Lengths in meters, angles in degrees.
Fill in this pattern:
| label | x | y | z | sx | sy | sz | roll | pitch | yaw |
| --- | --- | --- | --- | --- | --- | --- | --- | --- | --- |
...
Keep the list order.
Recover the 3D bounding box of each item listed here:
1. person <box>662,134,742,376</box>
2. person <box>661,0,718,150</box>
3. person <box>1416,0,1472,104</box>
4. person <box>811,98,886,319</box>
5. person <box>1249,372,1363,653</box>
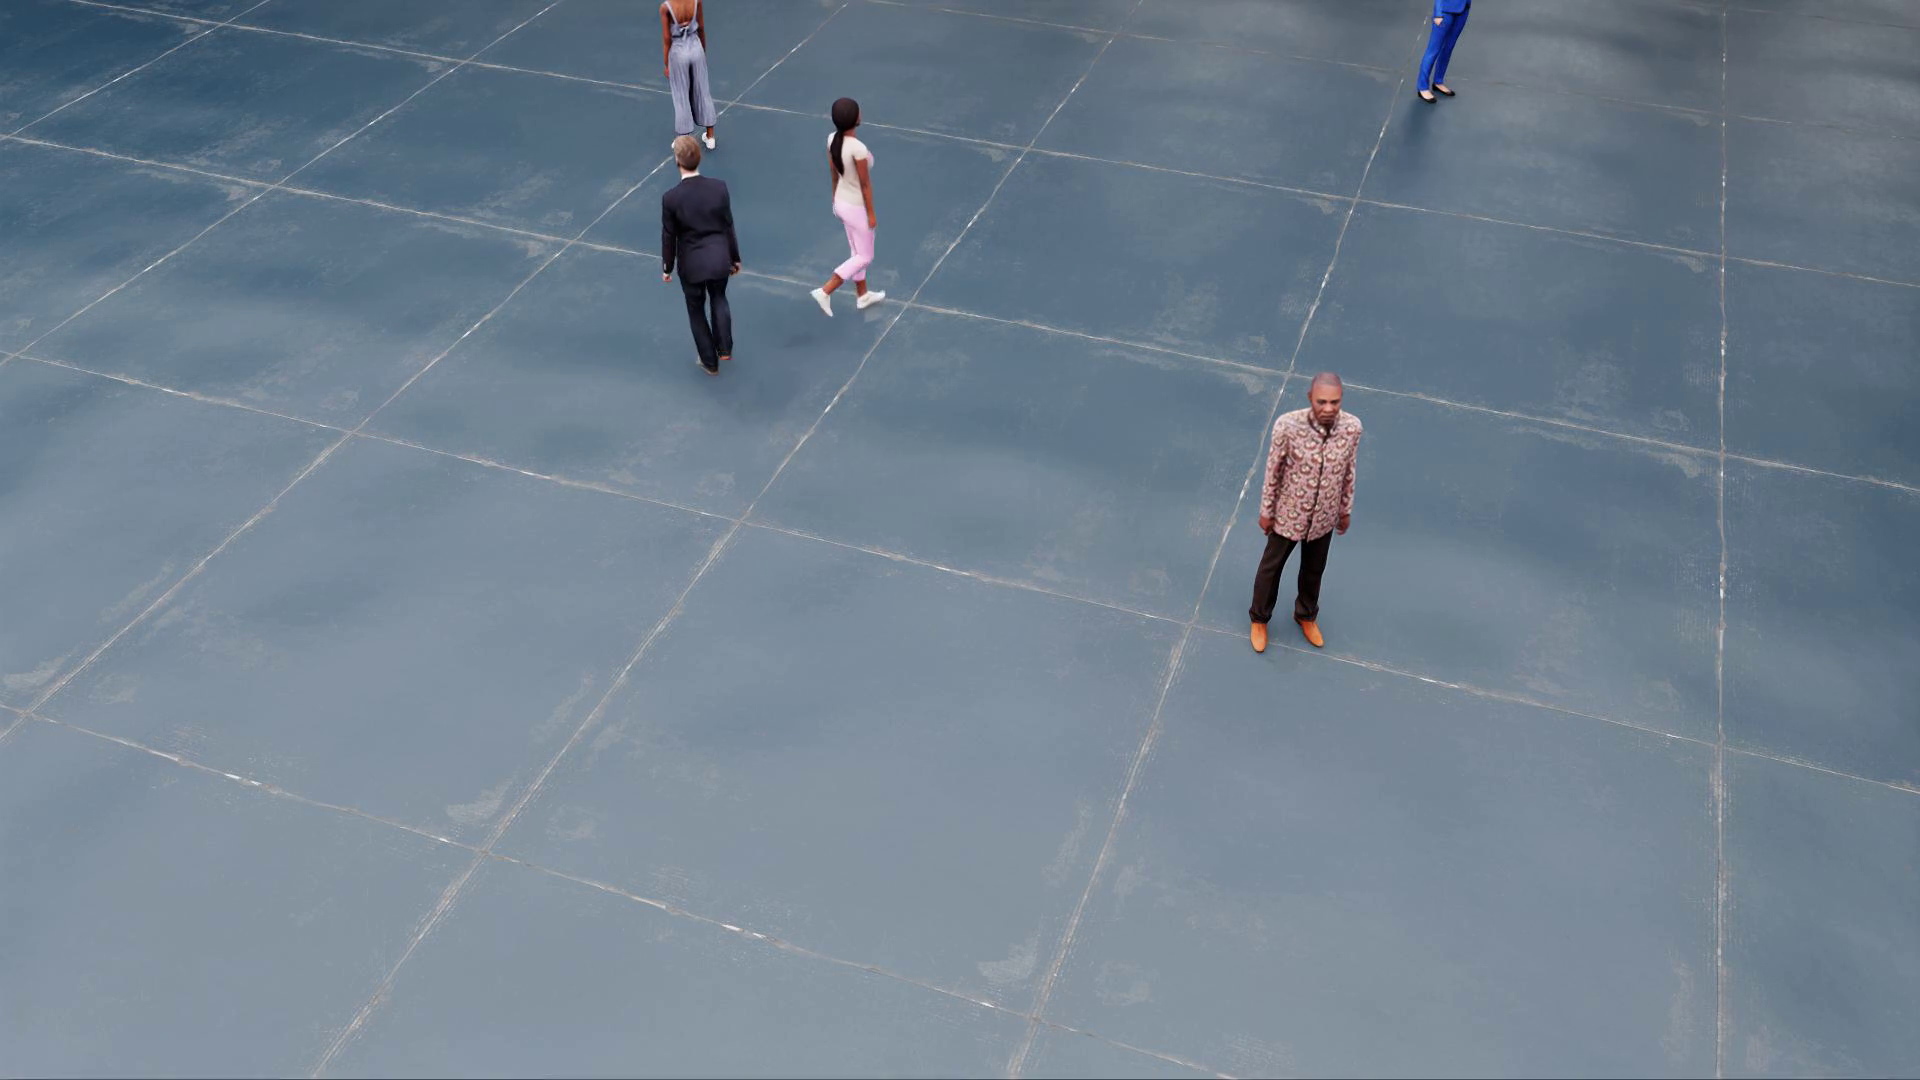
| label | x | y | z | sx | sy | sz | roll | pitch | yaw |
| --- | --- | --- | --- | --- | --- | --- | --- | --- | --- |
| person | -1.780 | -1.935 | 11.669 | 0.832 | 1.804 | 0.890 | -15 | 40 | -18 |
| person | -2.418 | -4.252 | 14.717 | 0.632 | 1.696 | 0.718 | -23 | 44 | -26 |
| person | 4.616 | -5.003 | 15.673 | 0.662 | 1.700 | 0.768 | -25 | 45 | -28 |
| person | -0.853 | -2.420 | 12.350 | 1.032 | 1.728 | 0.892 | -25 | 44 | -28 |
| person | 1.951 | -0.177 | 9.417 | 0.765 | 1.808 | 0.749 | -3 | 38 | -4 |
